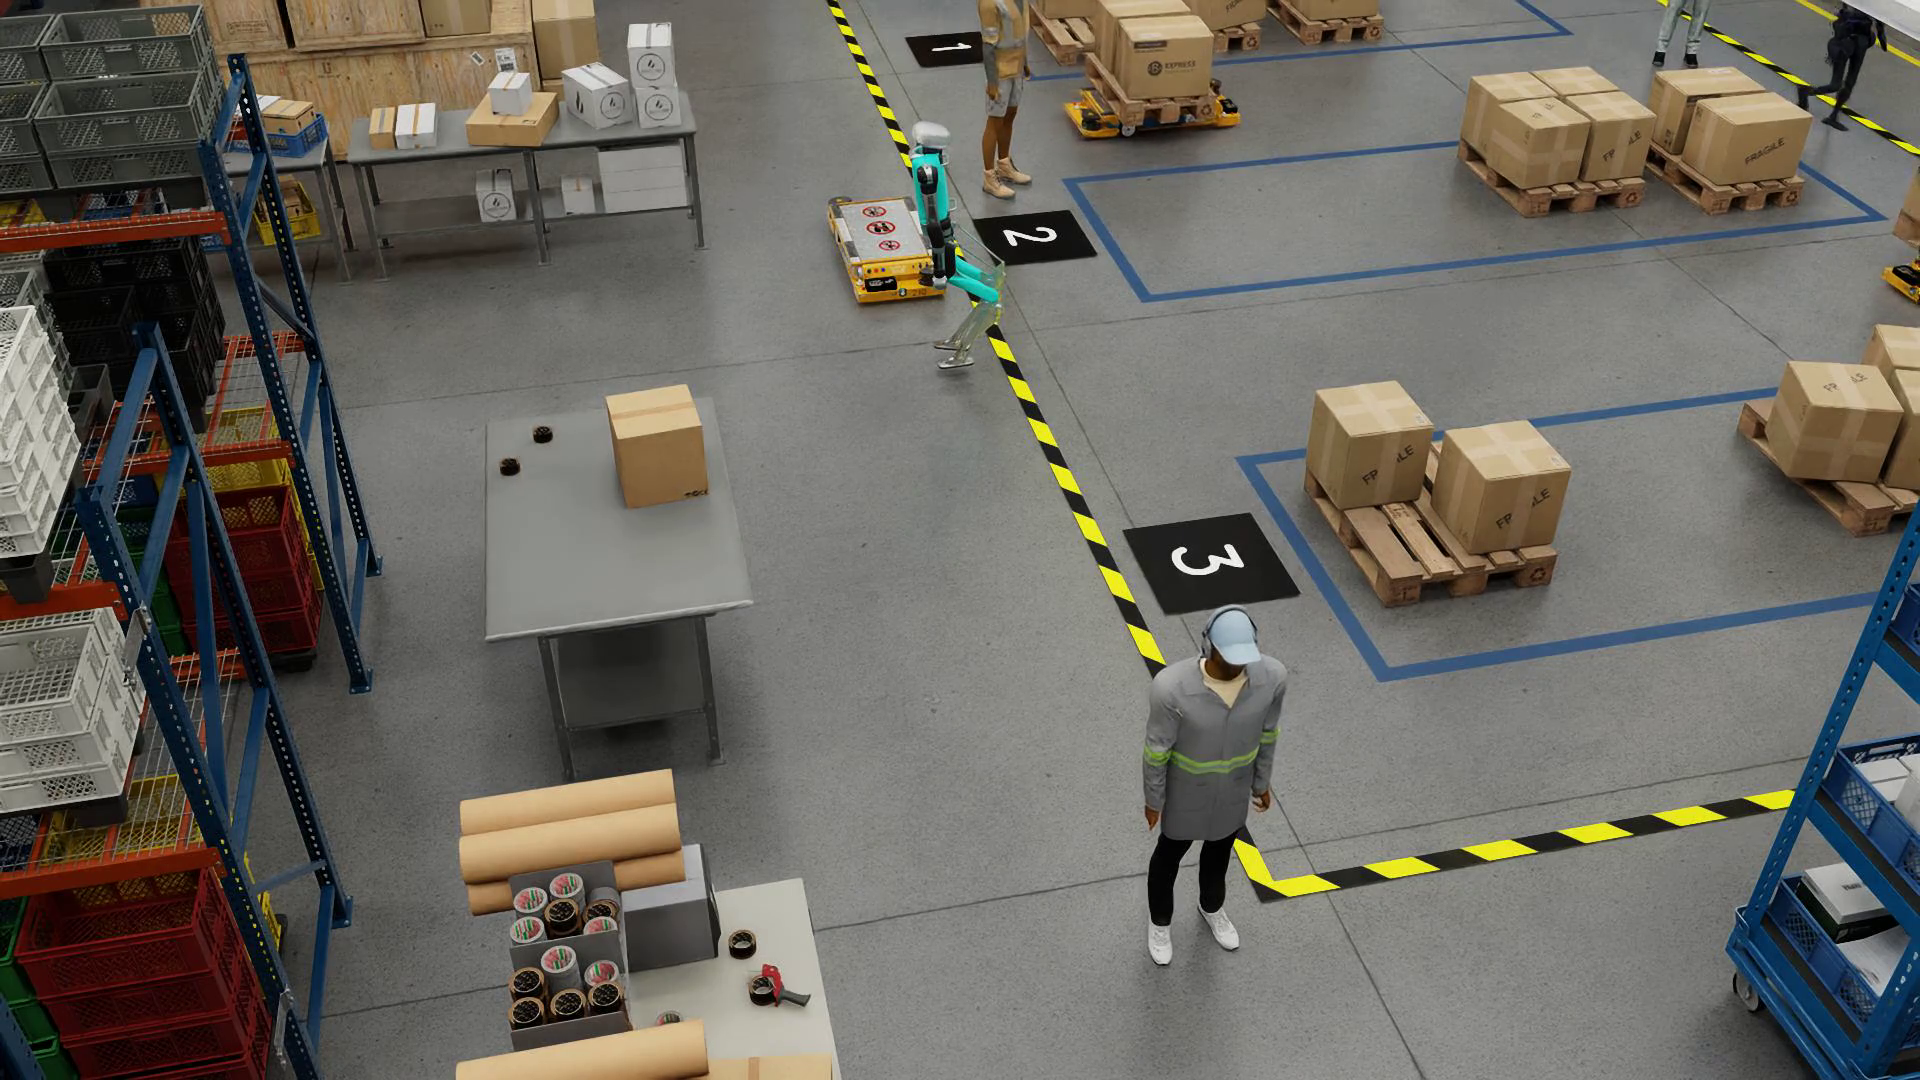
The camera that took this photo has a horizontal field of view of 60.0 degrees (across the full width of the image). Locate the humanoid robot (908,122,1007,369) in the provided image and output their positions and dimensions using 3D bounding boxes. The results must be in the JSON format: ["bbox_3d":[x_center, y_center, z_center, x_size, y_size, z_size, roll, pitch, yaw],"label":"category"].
[{"bbox_3d":[0.045,-1.900,10.761,0.735,1.680,0.533,-1,37,-1],"label":"humanoid robot"}]

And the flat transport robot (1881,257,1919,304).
[{"bbox_3d":[7.571,-1.921,12.112,1.431,0.197,0.652,-8,37,-10],"label":"flat transport robot"}]

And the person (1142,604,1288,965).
[{"bbox_3d":[1.029,1.014,6.865,0.589,1.852,0.366,-9,38,-11],"label":"person"}]

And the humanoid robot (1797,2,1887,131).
[{"bbox_3d":[7.629,-4.356,14.234,0.606,1.647,0.477,-15,39,-19],"label":"humanoid robot"}]

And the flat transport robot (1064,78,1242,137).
[{"bbox_3d":[1.698,-3.820,14.664,1.431,0.197,0.652,-8,37,-10],"label":"flat transport robot"}]

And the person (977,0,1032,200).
[{"bbox_3d":[0.387,-3.703,13.054,0.386,2.034,0.604,19,41,23],"label":"person"}]

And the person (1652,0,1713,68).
[{"bbox_3d":[6.843,-5.277,15.345,0.586,1.821,0.404,8,37,10],"label":"person"}]

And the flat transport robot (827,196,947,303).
[{"bbox_3d":[-0.570,-2.220,12.538,0.659,0.231,1.431,-8,37,-10],"label":"flat transport robot"}]
